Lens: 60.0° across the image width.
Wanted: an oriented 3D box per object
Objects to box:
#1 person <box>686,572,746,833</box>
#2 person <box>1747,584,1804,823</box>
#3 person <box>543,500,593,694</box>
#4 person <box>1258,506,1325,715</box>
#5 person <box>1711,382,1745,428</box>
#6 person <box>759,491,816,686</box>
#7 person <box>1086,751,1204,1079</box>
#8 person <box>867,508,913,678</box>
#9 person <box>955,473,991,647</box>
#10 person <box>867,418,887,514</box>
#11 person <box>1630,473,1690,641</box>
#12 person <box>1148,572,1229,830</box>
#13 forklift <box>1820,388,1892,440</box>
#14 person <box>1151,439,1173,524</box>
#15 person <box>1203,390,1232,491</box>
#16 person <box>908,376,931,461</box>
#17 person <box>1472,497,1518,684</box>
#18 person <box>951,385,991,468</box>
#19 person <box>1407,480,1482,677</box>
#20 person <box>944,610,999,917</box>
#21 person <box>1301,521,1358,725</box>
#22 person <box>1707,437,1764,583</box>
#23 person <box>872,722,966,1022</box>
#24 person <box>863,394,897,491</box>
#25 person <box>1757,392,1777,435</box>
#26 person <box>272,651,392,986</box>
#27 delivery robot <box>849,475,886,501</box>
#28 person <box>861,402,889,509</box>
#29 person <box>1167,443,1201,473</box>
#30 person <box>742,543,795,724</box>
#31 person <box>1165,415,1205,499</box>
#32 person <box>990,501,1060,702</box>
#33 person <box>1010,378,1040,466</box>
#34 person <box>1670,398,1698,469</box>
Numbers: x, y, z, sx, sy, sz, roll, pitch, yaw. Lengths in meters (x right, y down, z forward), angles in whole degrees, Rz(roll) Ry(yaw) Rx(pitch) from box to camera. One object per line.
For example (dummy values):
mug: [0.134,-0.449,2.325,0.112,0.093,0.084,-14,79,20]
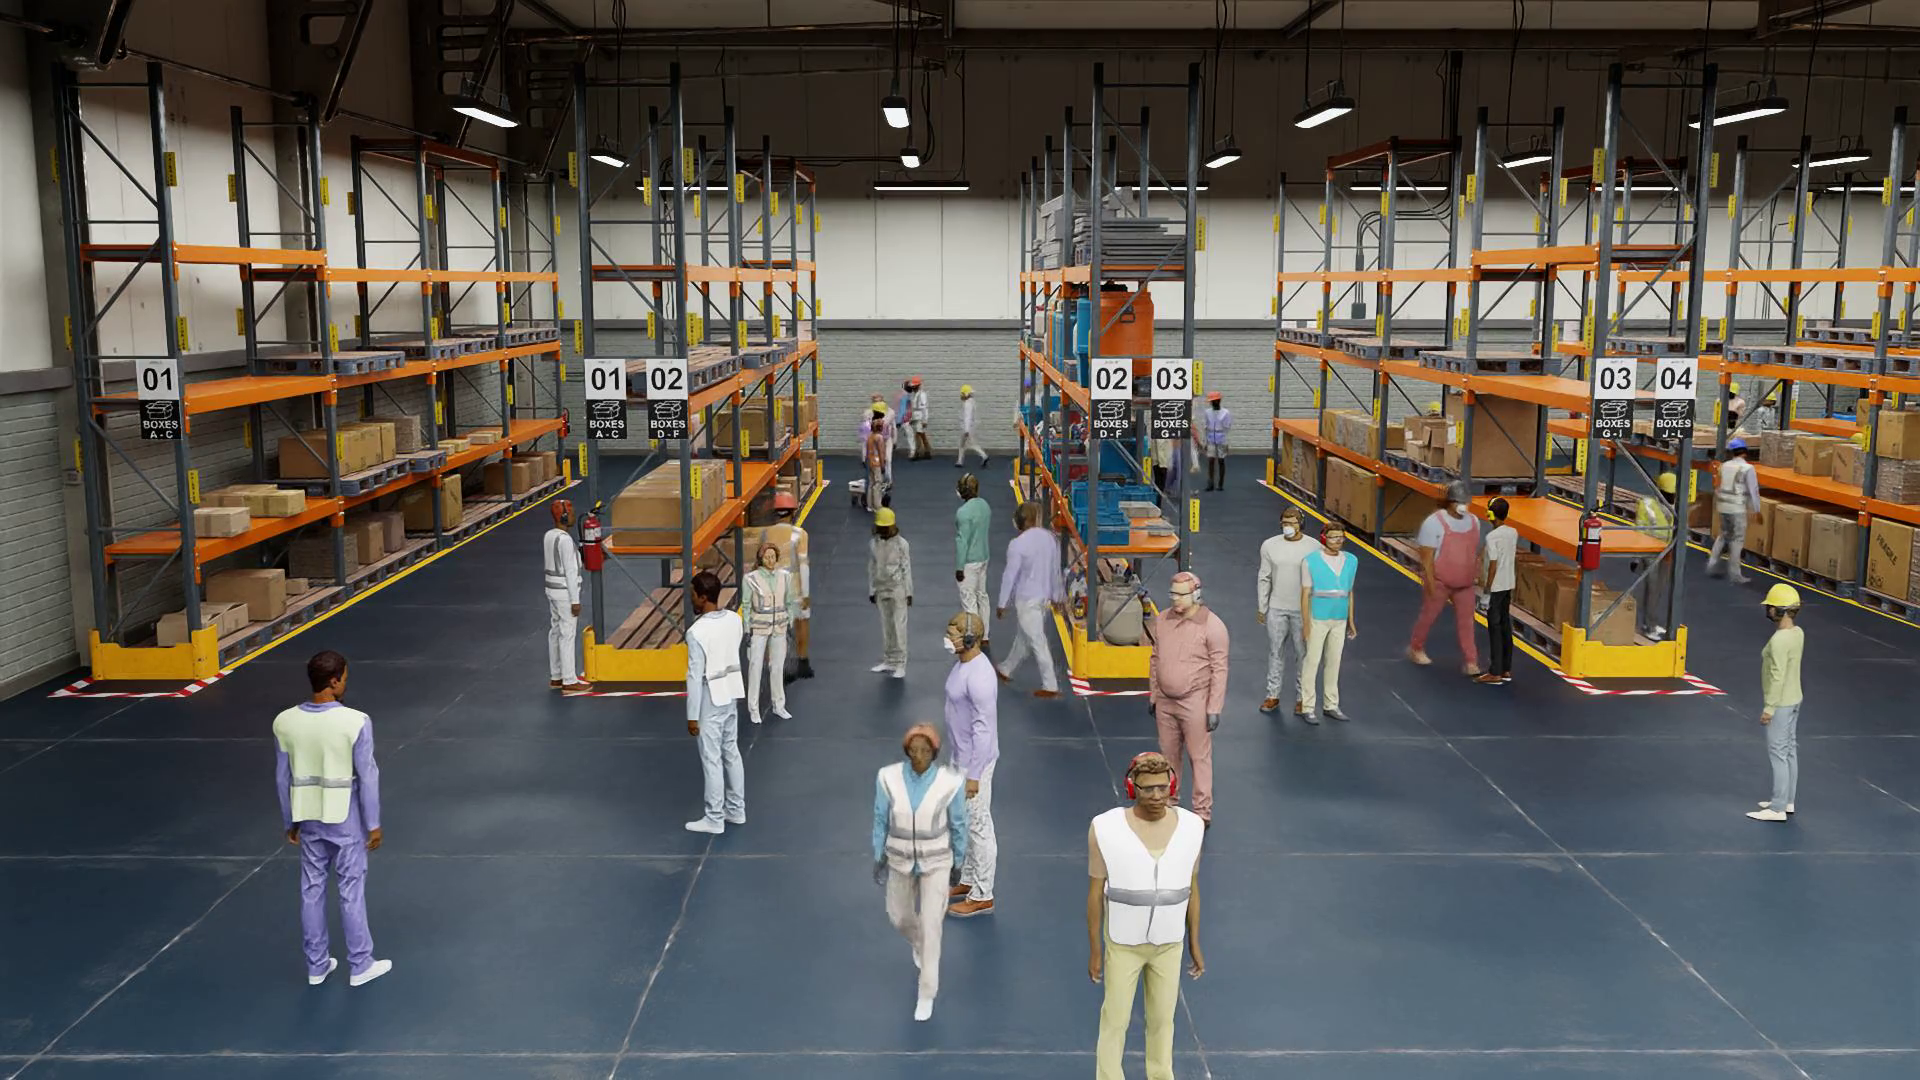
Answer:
person: [-1.767,1.174,12.024,0.398,1.914,0.592,4,10,26]
person: [6.046,1.199,12.313,0.325,1.767,0.533,8,12,41]
person: [-3.833,0.547,16.136,0.356,1.883,0.573,-6,11,-36]
person: [3.047,0.645,15.323,0.635,1.938,0.354,4,10,25]
person: [16.123,-2.382,34.925,0.624,1.894,0.658,7,11,37]
person: [-1.695,0.471,16.520,0.543,1.908,0.681,3,9,17]
person: [0.856,1.870,7.734,0.563,1.847,0.388,-2,9,-13]
person: [-0.712,0.531,16.757,0.554,1.722,0.500,6,11,33]
person: [0.129,0.245,17.933,0.365,1.932,0.629,4,10,26]
person: [-1.434,-1.269,28.593,0.311,1.639,0.521,-5,10,-28]
person: [7.828,0.167,18.663,0.595,1.877,0.692,-1,9,-10]
person: [1.613,1.171,12.043,0.408,1.905,0.653,-8,12,-43]
forklift: [20.072,-3.110,36.462,1.873,2.768,1.129,0,9,0]
person: [3.350,-1.250,27.379,0.415,1.985,0.611,2,9,11]
person: [4.886,-1.887,31.648,0.550,1.938,0.391,4,10,26]
person: [-0.908,-2.695,37.010,0.678,1.900,0.567,-4,10,-24]
person: [5.313,0.502,16.488,0.521,1.864,0.336,-8,12,-42]
person: [0.234,-2.404,35.379,0.790,1.807,0.600,0,9,2]
person: [4.991,0.331,17.017,0.687,2.000,0.965,-2,9,-13]
person: [0.059,1.397,10.482,0.371,1.941,0.627,-1,9,-9]
person: [3.323,0.734,15.044,0.564,1.847,0.396,-3,9,-21]
person: [10.293,-0.387,22.048,0.436,1.923,0.788,-2,9,-13]
person: [-0.211,1.757,9.174,0.520,1.617,0.645,2,9,11]
person: [-1.541,-1.897,31.969,0.655,1.853,0.990,-2,9,-11]
person: [16.509,-2.161,34.041,0.489,1.737,0.320,-4,10,-26]
person: [-3.563,1.579,9.403,0.589,1.913,0.399,2,9,10]
delivery robot: [-1.653,-0.919,29.516,0.707,0.478,0.477,8,12,44]
person: [-1.478,-1.449,28.904,0.635,1.903,0.429,-7,11,-36]
person: [4.574,-2.267,34.550,0.981,1.788,0.639,1,9,6]
person: [-1.738,0.832,15.075,0.511,1.641,0.309,-5,10,-31]
person: [4.099,-1.700,30.404,0.632,1.931,1.036,-7,11,-37]
person: [0.579,0.569,15.971,1.034,1.883,0.647,7,11,37]
person: [1.465,-2.572,36.161,0.999,1.898,0.633,-7,11,-39]
person: [15.410,-2.434,35.447,0.572,1.846,0.615,2,9,13]
